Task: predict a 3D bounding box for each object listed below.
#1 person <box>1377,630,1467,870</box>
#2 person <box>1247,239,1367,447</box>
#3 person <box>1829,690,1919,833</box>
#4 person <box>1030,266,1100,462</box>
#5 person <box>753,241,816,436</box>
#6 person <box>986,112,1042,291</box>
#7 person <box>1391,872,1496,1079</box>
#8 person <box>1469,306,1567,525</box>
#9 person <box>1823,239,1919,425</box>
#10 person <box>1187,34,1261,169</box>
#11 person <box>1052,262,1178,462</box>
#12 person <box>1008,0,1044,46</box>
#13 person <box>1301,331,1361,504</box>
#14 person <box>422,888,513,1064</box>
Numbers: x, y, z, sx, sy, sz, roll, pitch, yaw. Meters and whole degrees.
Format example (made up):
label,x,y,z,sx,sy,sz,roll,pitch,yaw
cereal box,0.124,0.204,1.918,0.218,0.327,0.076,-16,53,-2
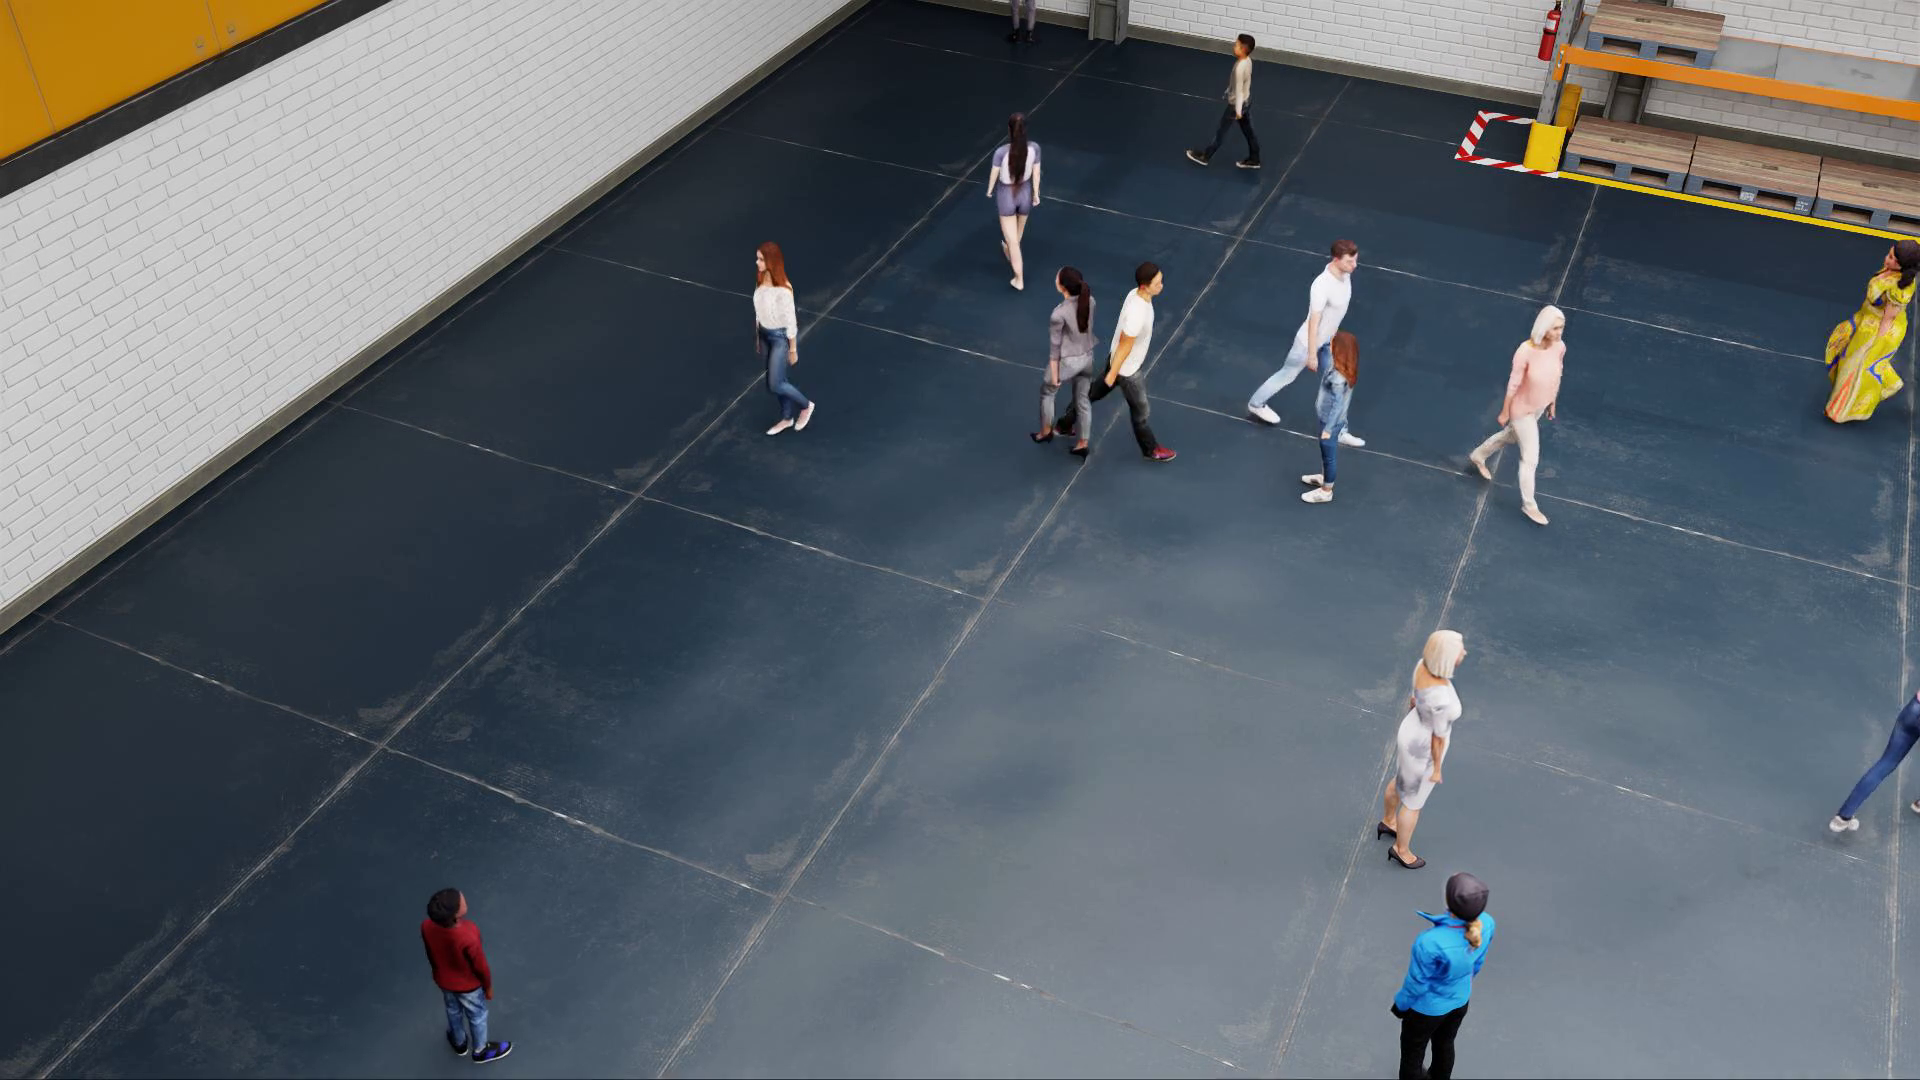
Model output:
label,x,y,z,sx,sy,sz,roll,pitch,yaw
person,2.675,1.200,9.649,0.657,1.752,0.639,-4,39,-5
person,2.718,-1.588,13.110,1.326,1.789,0.871,26,45,28
person,5.656,1.101,9.814,1.089,1.700,1.108,-17,42,-20
person,0.921,-1.312,12.871,0.822,1.656,0.905,-22,44,-25
person,-1.381,-1.610,13.191,0.780,1.723,0.723,-24,44,-27
person,0.524,-3.026,15.052,1.012,1.612,1.065,-13,40,-15
person,2.372,2.281,8.259,0.689,1.797,0.735,-15,41,-18
person,4.212,-1.031,12.497,1.016,1.683,1.189,-20,43,-23
person,7.427,-1.658,13.315,0.917,1.642,0.763,12,40,15
person,2.914,-4.431,16.957,0.977,1.430,0.578,14,41,17
person,1.181,-1.369,12.871,1.314,1.744,0.976,1,39,1
person,0.723,-6.513,19.704,0.505,1.256,0.701,0,39,0
person,2.820,-0.941,12.550,0.557,1.477,0.601,9,39,11
person,-2.621,2.280,8.699,0.442,1.249,0.627,9,40,11
